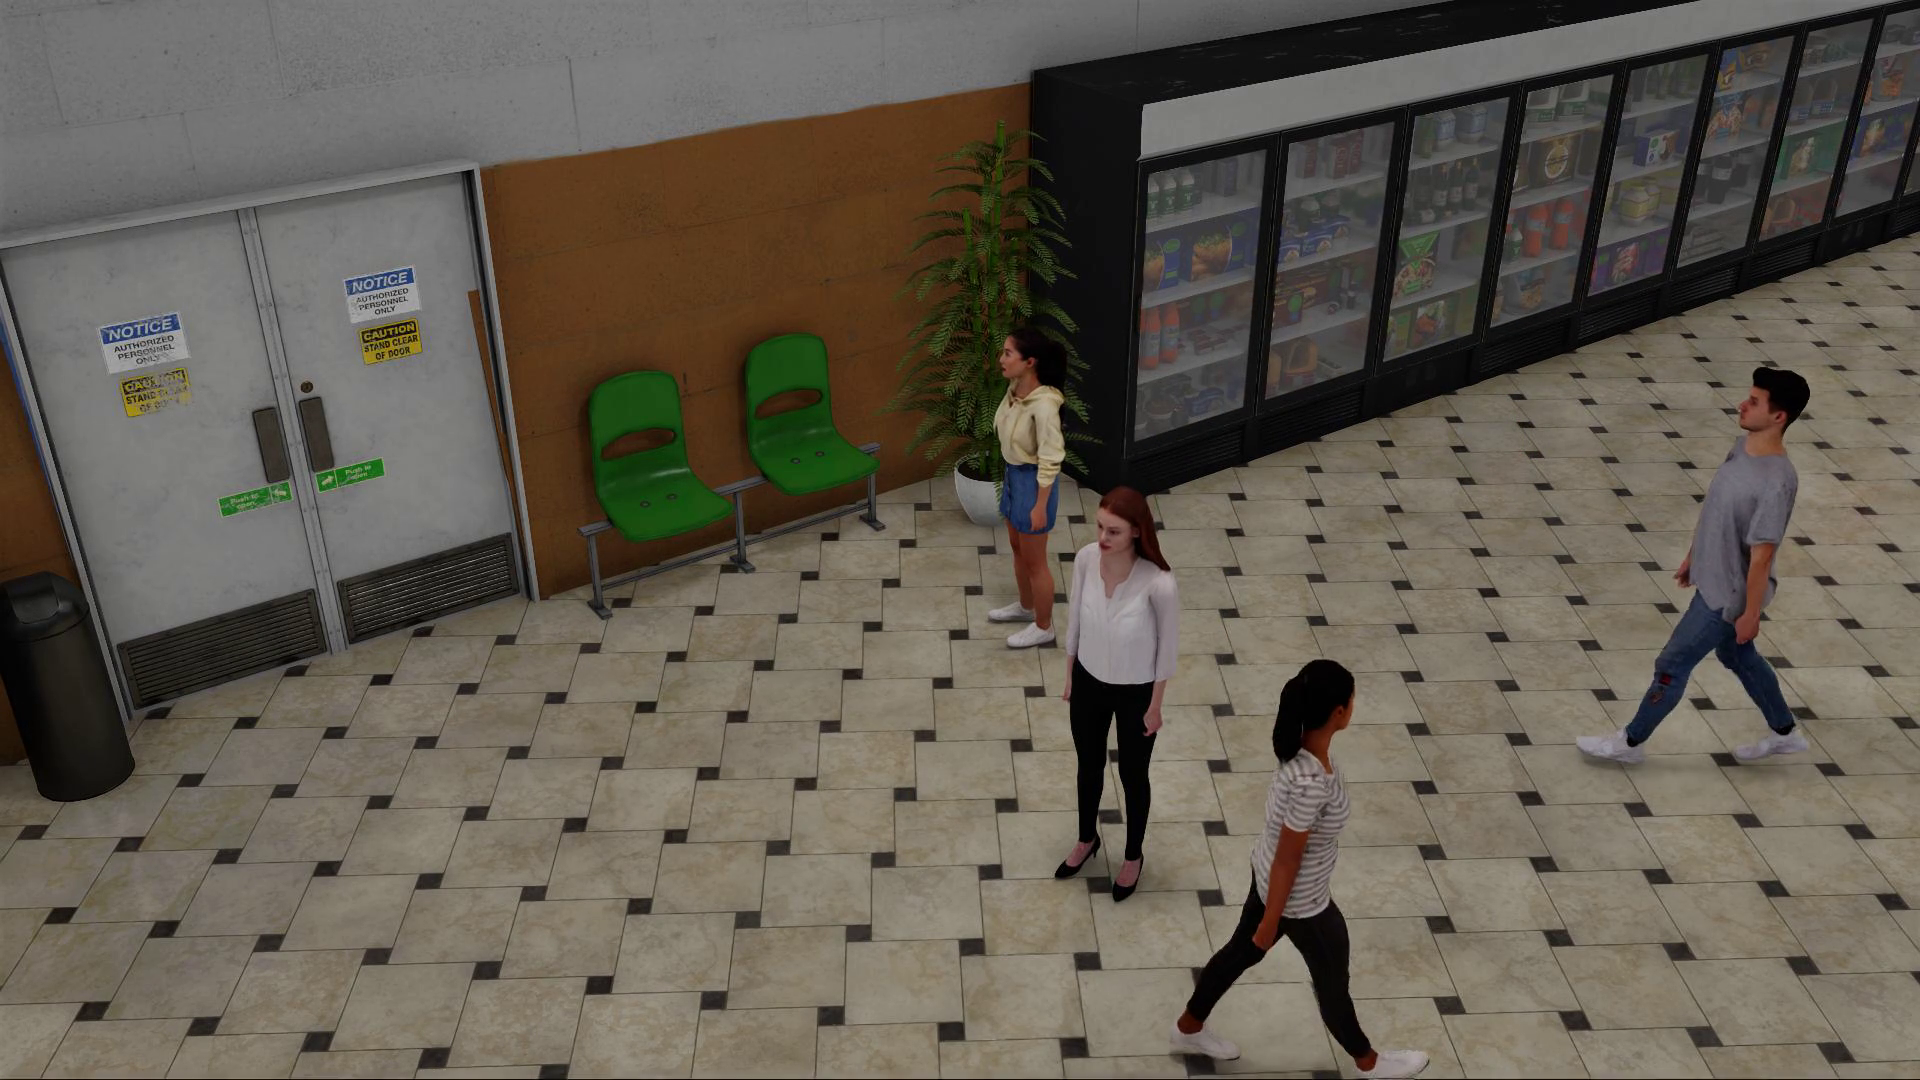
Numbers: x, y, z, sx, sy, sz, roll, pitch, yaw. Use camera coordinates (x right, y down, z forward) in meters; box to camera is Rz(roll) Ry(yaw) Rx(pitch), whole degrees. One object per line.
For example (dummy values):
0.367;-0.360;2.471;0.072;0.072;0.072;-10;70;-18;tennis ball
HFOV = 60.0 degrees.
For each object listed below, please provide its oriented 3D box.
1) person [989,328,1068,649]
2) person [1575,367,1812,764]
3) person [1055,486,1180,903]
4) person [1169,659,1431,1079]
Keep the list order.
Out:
0.332;-0.250;7.939;0.760;1.630;0.580;-9;30;-16;person
3.291;0.192;6.903;1.270;1.847;1.194;6;29;10;person
0.590;0.586;6.272;0.554;1.760;0.717;18;34;30;person
0.991;1.132;5.456;1.129;1.585;1.076;5;29;10;person
